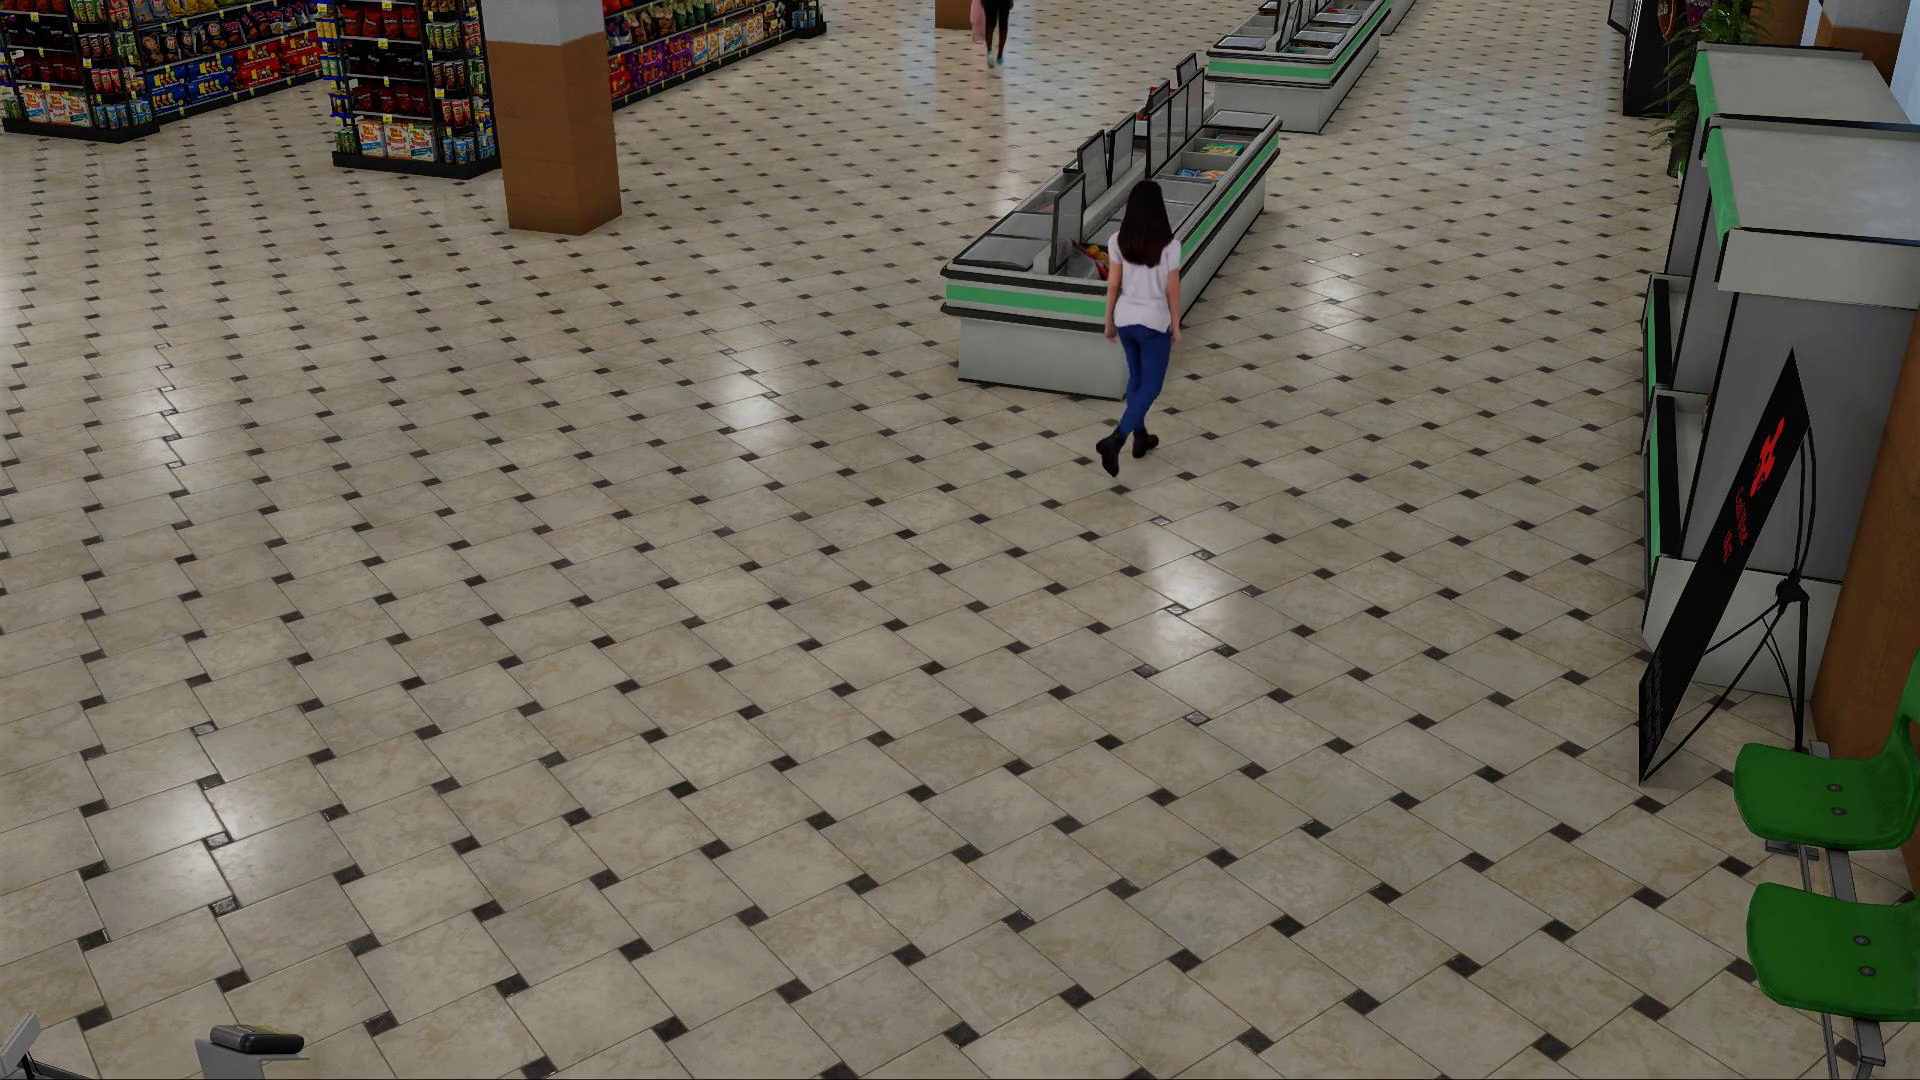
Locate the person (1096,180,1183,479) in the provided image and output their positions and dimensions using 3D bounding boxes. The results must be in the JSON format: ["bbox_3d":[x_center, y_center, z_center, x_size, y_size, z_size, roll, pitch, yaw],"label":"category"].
[{"bbox_3d":[0.989,-1.135,9.304,0.799,1.665,1.085,19,32,32],"label":"person"}]

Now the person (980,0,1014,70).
[{"bbox_3d":[0.432,-6.431,19.708,0.744,1.698,1.128,2,27,4],"label":"person"}]

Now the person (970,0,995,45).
[{"bbox_3d":[0.268,-7.337,21.380,0.702,1.803,0.508,14,30,26],"label":"person"}]
